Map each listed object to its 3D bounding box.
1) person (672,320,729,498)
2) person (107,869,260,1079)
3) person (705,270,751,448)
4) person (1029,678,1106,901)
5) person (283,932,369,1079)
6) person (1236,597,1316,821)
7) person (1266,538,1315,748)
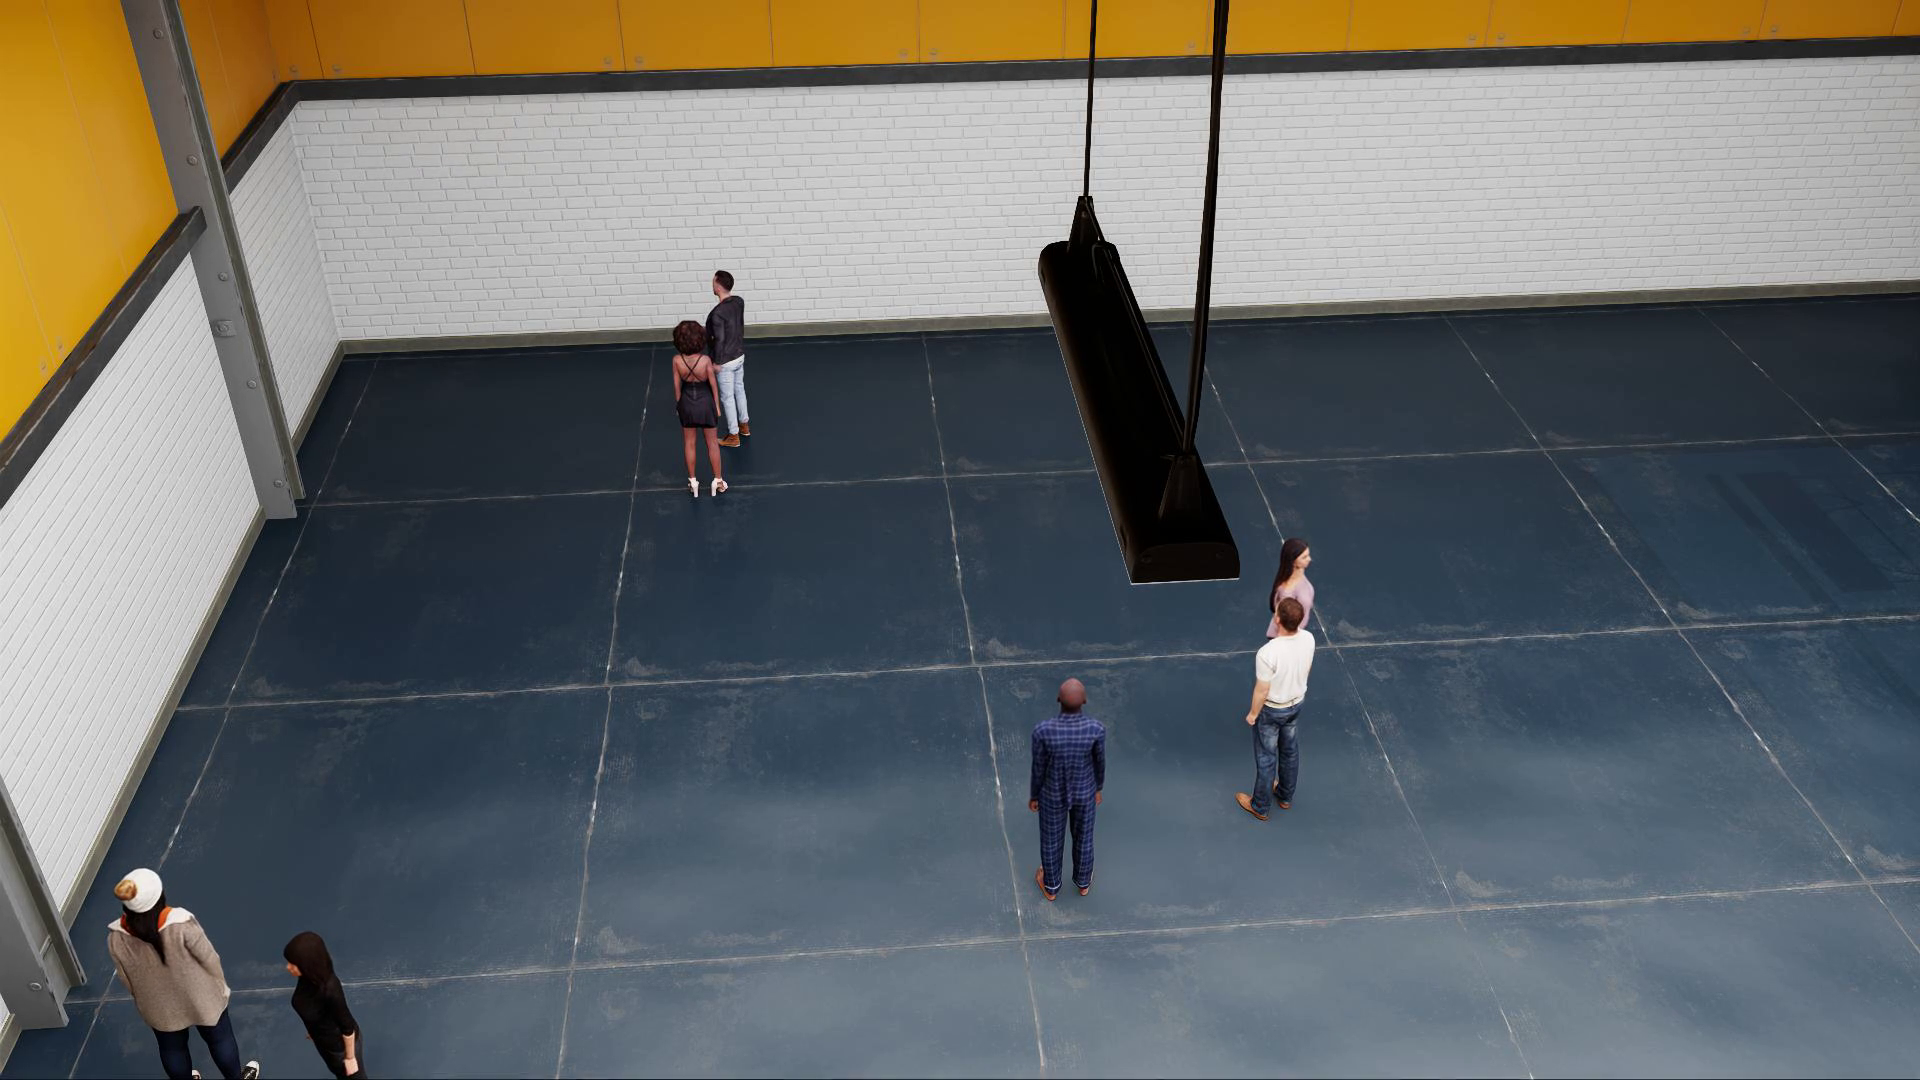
[{"bbox_3d":[-2.442,-1.211,15.455,0.590,1.788,0.563,1,34,1],"label":"person"},{"bbox_3d":[-4.541,2.600,9.631,0.704,1.890,0.681,-6,34,-9],"label":"person"},{"bbox_3d":[-2.256,-1.784,16.274,0.797,1.837,0.659,13,36,19],"label":"person"},{"bbox_3d":[0.720,1.663,11.105,0.661,1.818,0.582,-4,34,-6],"label":"person"},{"bbox_3d":[-3.562,2.837,9.498,0.647,1.641,0.701,24,40,31],"label":"person"},{"bbox_3d":[2.267,1.189,11.784,0.751,1.856,0.734,-19,38,-26],"label":"person"},{"bbox_3d":[2.419,0.753,12.480,0.749,1.811,0.616,12,35,17],"label":"person"}]
